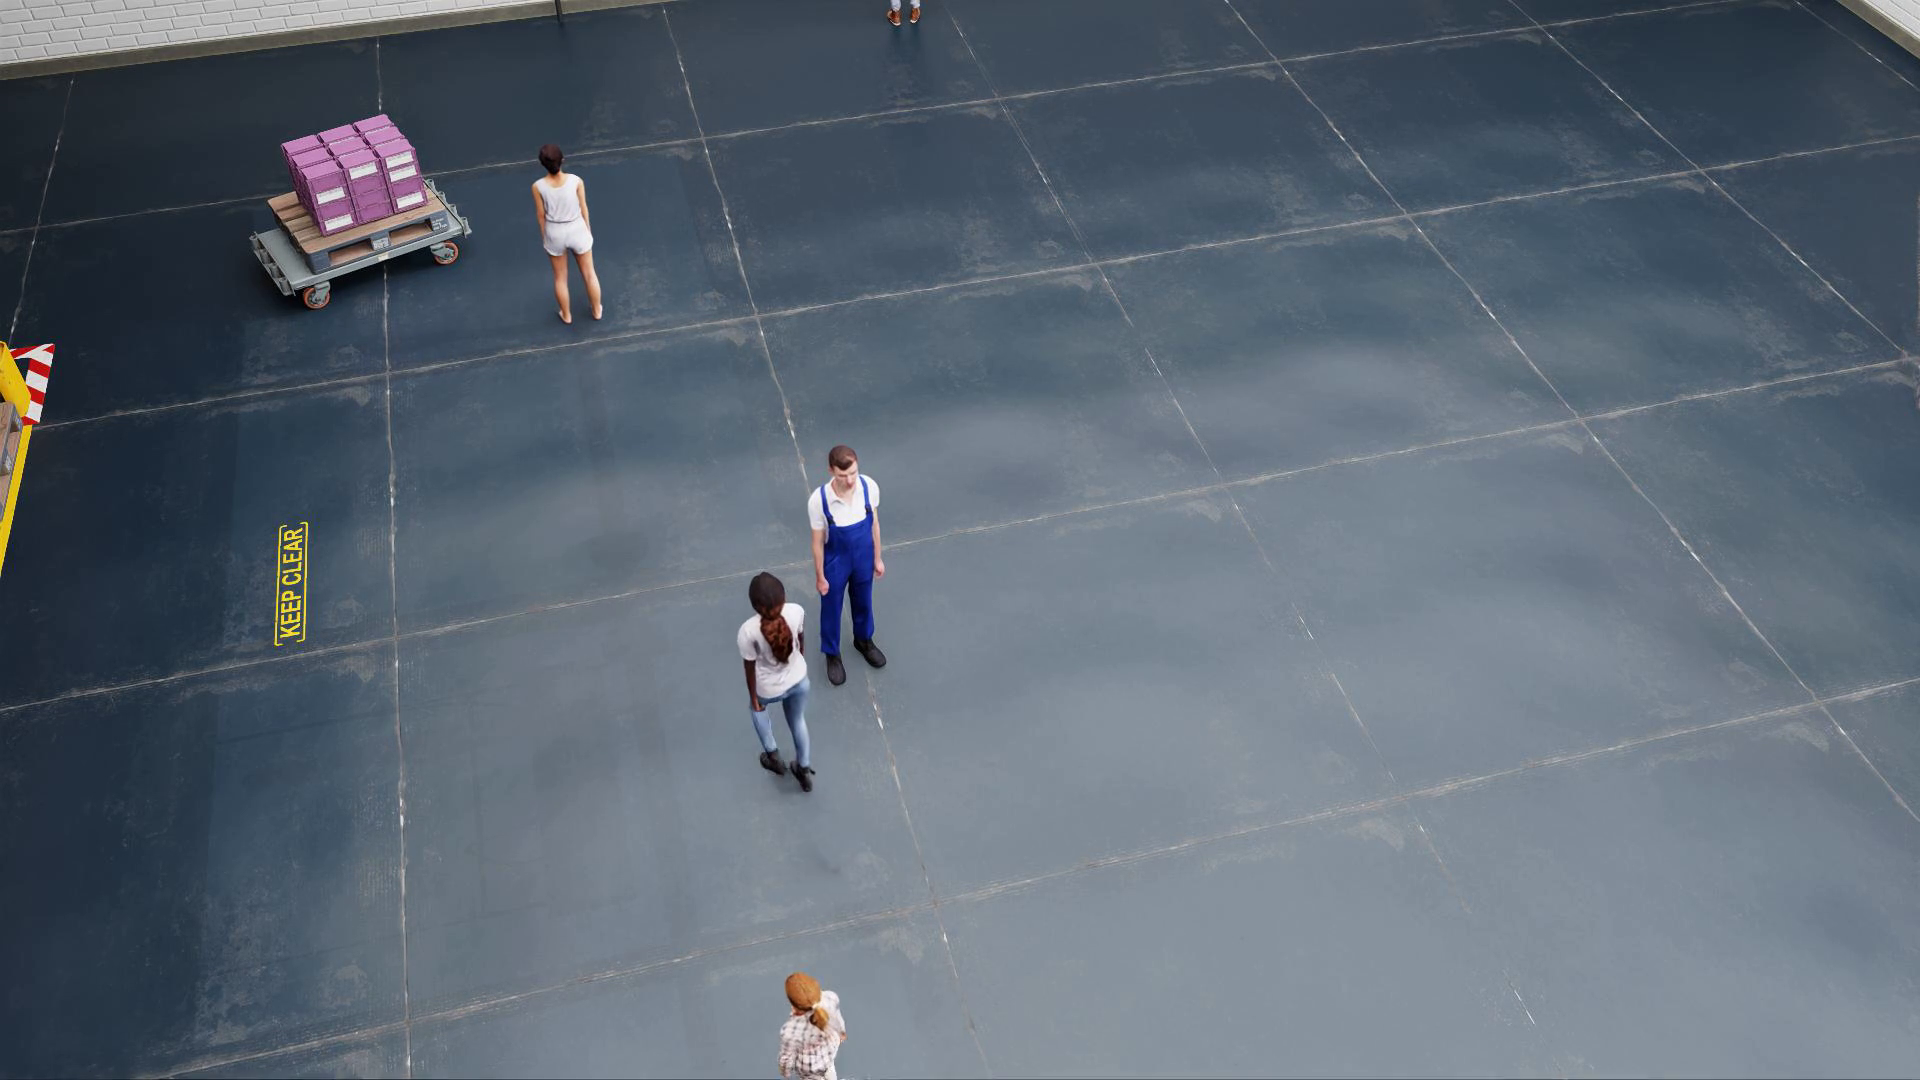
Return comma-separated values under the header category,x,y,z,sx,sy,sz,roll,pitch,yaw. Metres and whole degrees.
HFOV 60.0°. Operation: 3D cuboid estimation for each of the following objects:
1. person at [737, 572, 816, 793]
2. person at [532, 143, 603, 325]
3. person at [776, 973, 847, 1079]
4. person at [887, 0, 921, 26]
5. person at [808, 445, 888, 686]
category,x,y,z,sx,sy,sz,roll,pitch,yaw
person,-1.020,0.892,9.783,0.679,1.705,0.730,-20,47,-20
person,-3.163,-2.456,13.366,0.544,1.611,0.498,-10,45,-10
person,-0.678,2.590,8.295,0.631,1.299,0.650,-33,53,-30
person,-0.611,-6.241,17.174,0.687,1.839,0.543,-9,44,-9
person,-0.712,0.117,10.492,0.672,1.850,0.633,-19,47,-19
